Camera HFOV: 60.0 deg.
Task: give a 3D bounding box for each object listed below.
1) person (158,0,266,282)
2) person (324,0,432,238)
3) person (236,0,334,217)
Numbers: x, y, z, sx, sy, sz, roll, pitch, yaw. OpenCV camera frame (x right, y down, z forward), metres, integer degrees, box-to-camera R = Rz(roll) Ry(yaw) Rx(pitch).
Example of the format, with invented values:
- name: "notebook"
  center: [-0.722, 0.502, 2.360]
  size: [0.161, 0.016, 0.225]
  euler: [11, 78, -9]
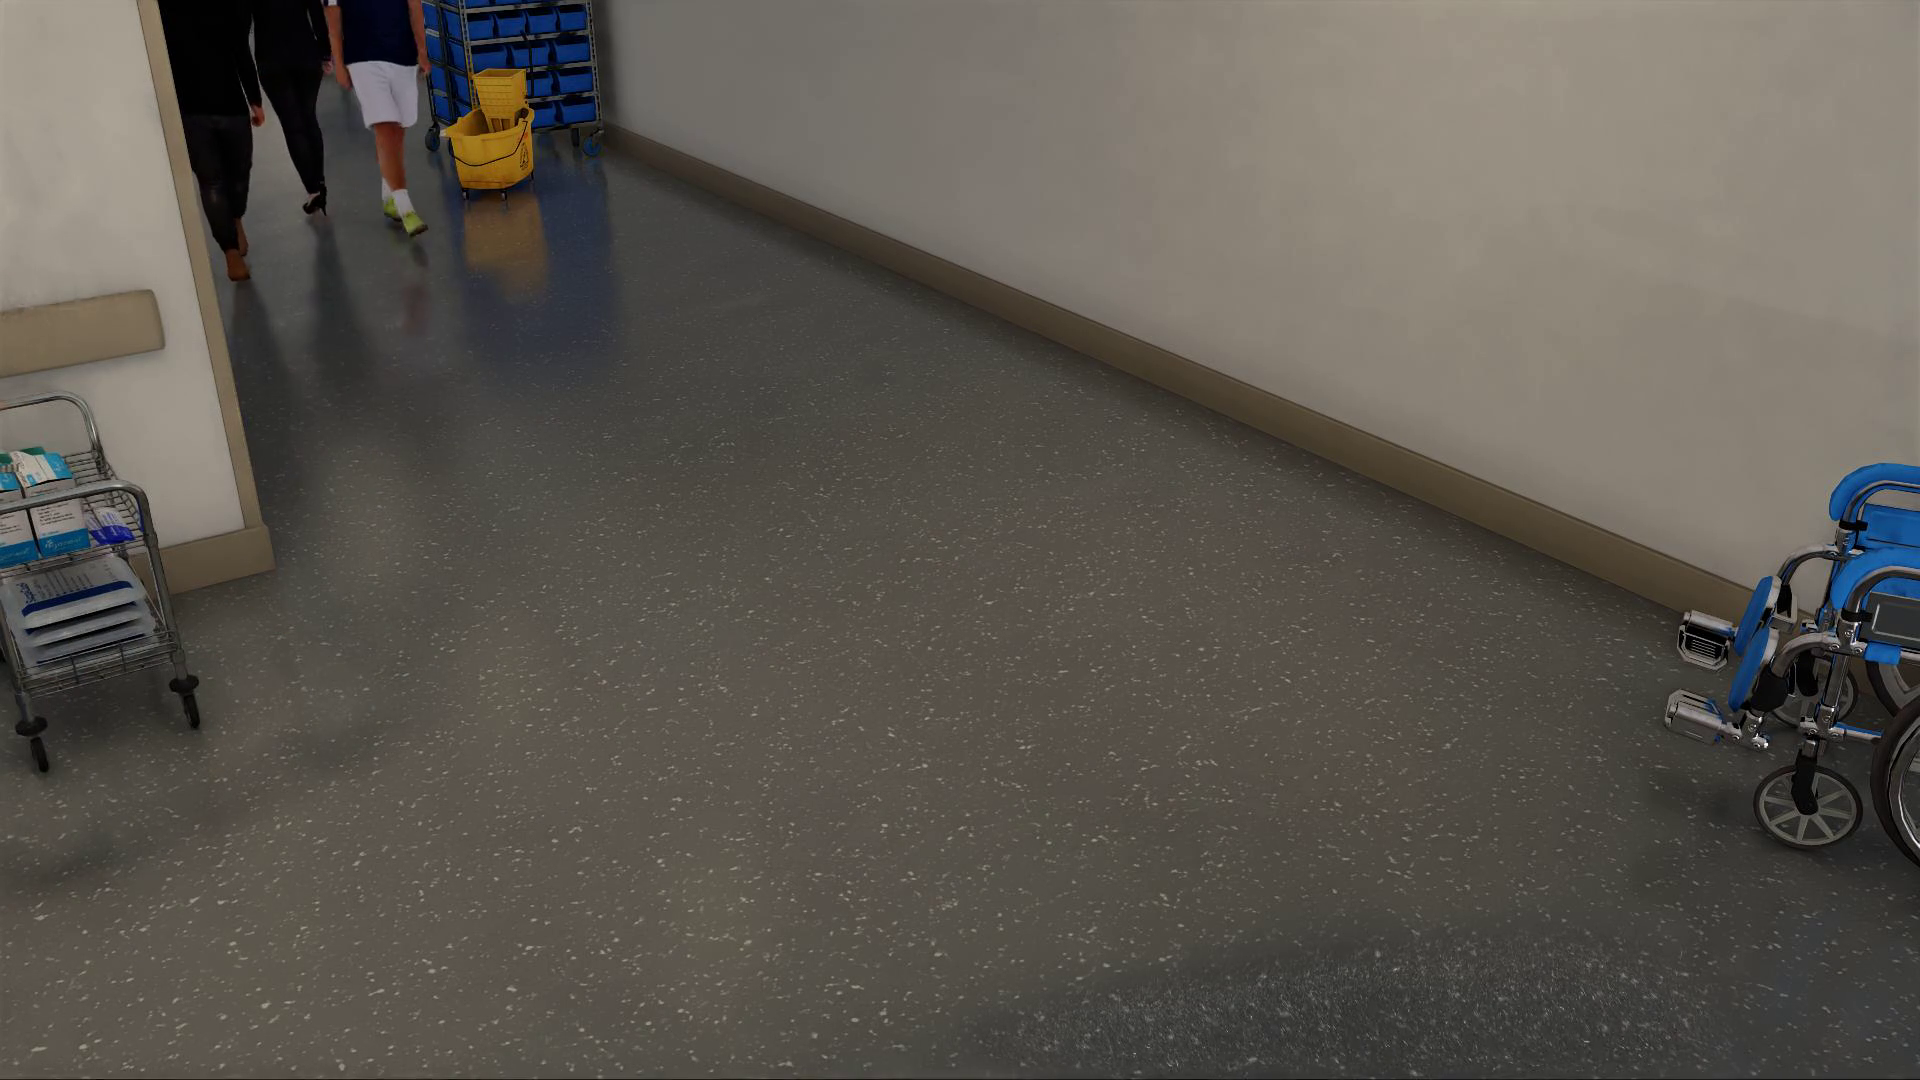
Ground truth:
- name: "person"
  center: [-3.773, -2.202, 8.338]
  size: [1.004, 1.706, 0.759]
  euler: [-15, 29, -28]
- name: "person"
  center: [-3.173, -2.595, 9.051]
  size: [0.931, 1.794, 0.714]
  euler: [-19, 31, -34]
- name: "person"
  center: [-3.697, -2.621, 9.244]
  size: [0.597, 1.674, 0.742]
  euler: [-22, 34, -38]
